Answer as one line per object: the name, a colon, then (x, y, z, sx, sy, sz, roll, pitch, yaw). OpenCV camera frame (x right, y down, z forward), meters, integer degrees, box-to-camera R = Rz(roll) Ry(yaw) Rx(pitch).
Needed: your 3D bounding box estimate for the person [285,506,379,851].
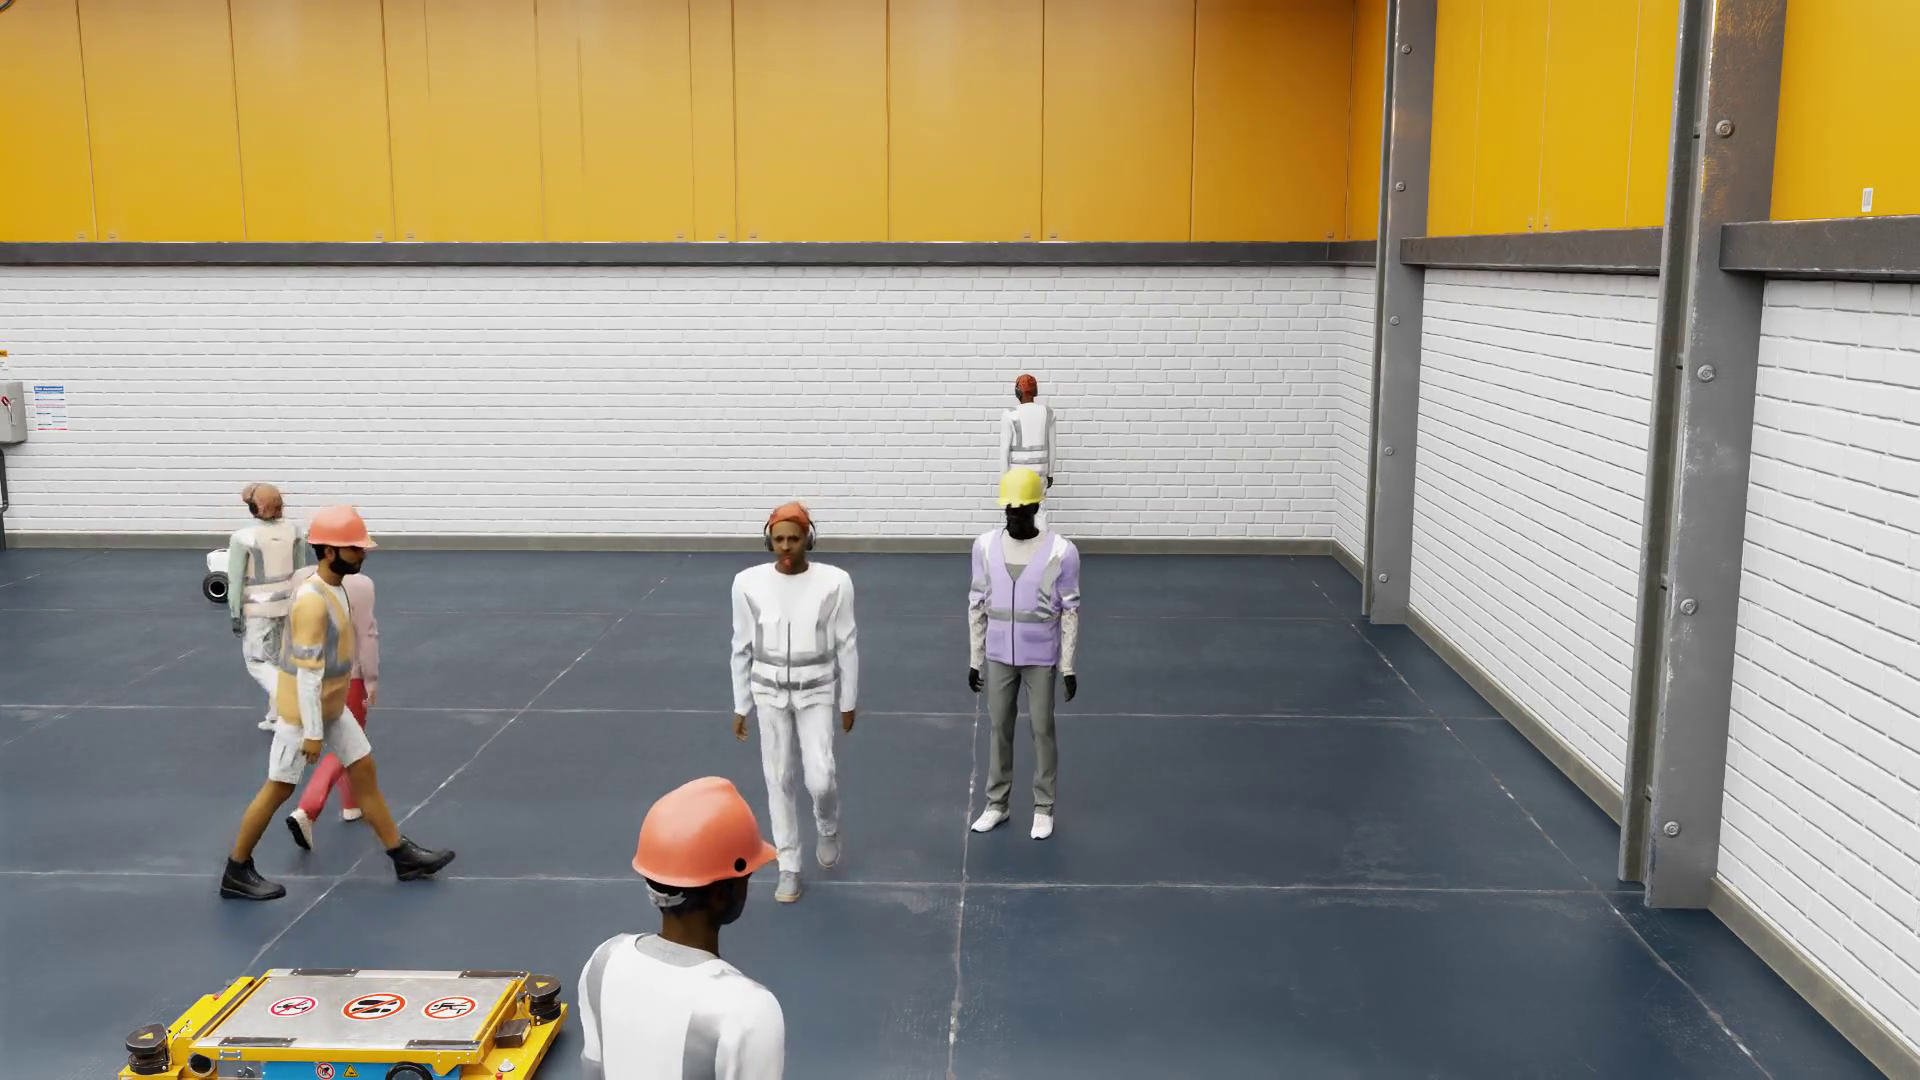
person: (-3.228, 0.691, 8.508, 0.535, 1.733, 0.775, 4, 10, 22)

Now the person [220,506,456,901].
person: (-2.978, 0.766, 7.735, 1.072, 1.860, 0.557, -1, 10, -5)

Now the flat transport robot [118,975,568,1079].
flat transport robot: (-2.249, 1.820, 6.161, 1.431, 0.197, 0.652, 0, 10, 2)

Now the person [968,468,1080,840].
person: (0.322, 0.587, 8.556, 0.618, 1.922, 0.397, 4, 10, 21)

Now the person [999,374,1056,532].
person: (0.644, -0.642, 15.877, 0.578, 1.879, 0.344, -3, 10, -18)

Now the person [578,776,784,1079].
person: (-0.540, 1.442, 3.496, 0.547, 1.938, 0.378, 8, 12, 37)

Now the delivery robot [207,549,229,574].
delivery robot: (-6.178, 0.197, 14.554, 0.707, 0.478, 0.477, -1, 10, -4)

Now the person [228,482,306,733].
person: (-4.218, 0.447, 10.252, 0.636, 1.620, 0.521, 7, 12, 34)

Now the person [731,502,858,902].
person: (-0.770, 0.740, 7.795, 0.582, 1.872, 0.479, 1, 10, 3)
